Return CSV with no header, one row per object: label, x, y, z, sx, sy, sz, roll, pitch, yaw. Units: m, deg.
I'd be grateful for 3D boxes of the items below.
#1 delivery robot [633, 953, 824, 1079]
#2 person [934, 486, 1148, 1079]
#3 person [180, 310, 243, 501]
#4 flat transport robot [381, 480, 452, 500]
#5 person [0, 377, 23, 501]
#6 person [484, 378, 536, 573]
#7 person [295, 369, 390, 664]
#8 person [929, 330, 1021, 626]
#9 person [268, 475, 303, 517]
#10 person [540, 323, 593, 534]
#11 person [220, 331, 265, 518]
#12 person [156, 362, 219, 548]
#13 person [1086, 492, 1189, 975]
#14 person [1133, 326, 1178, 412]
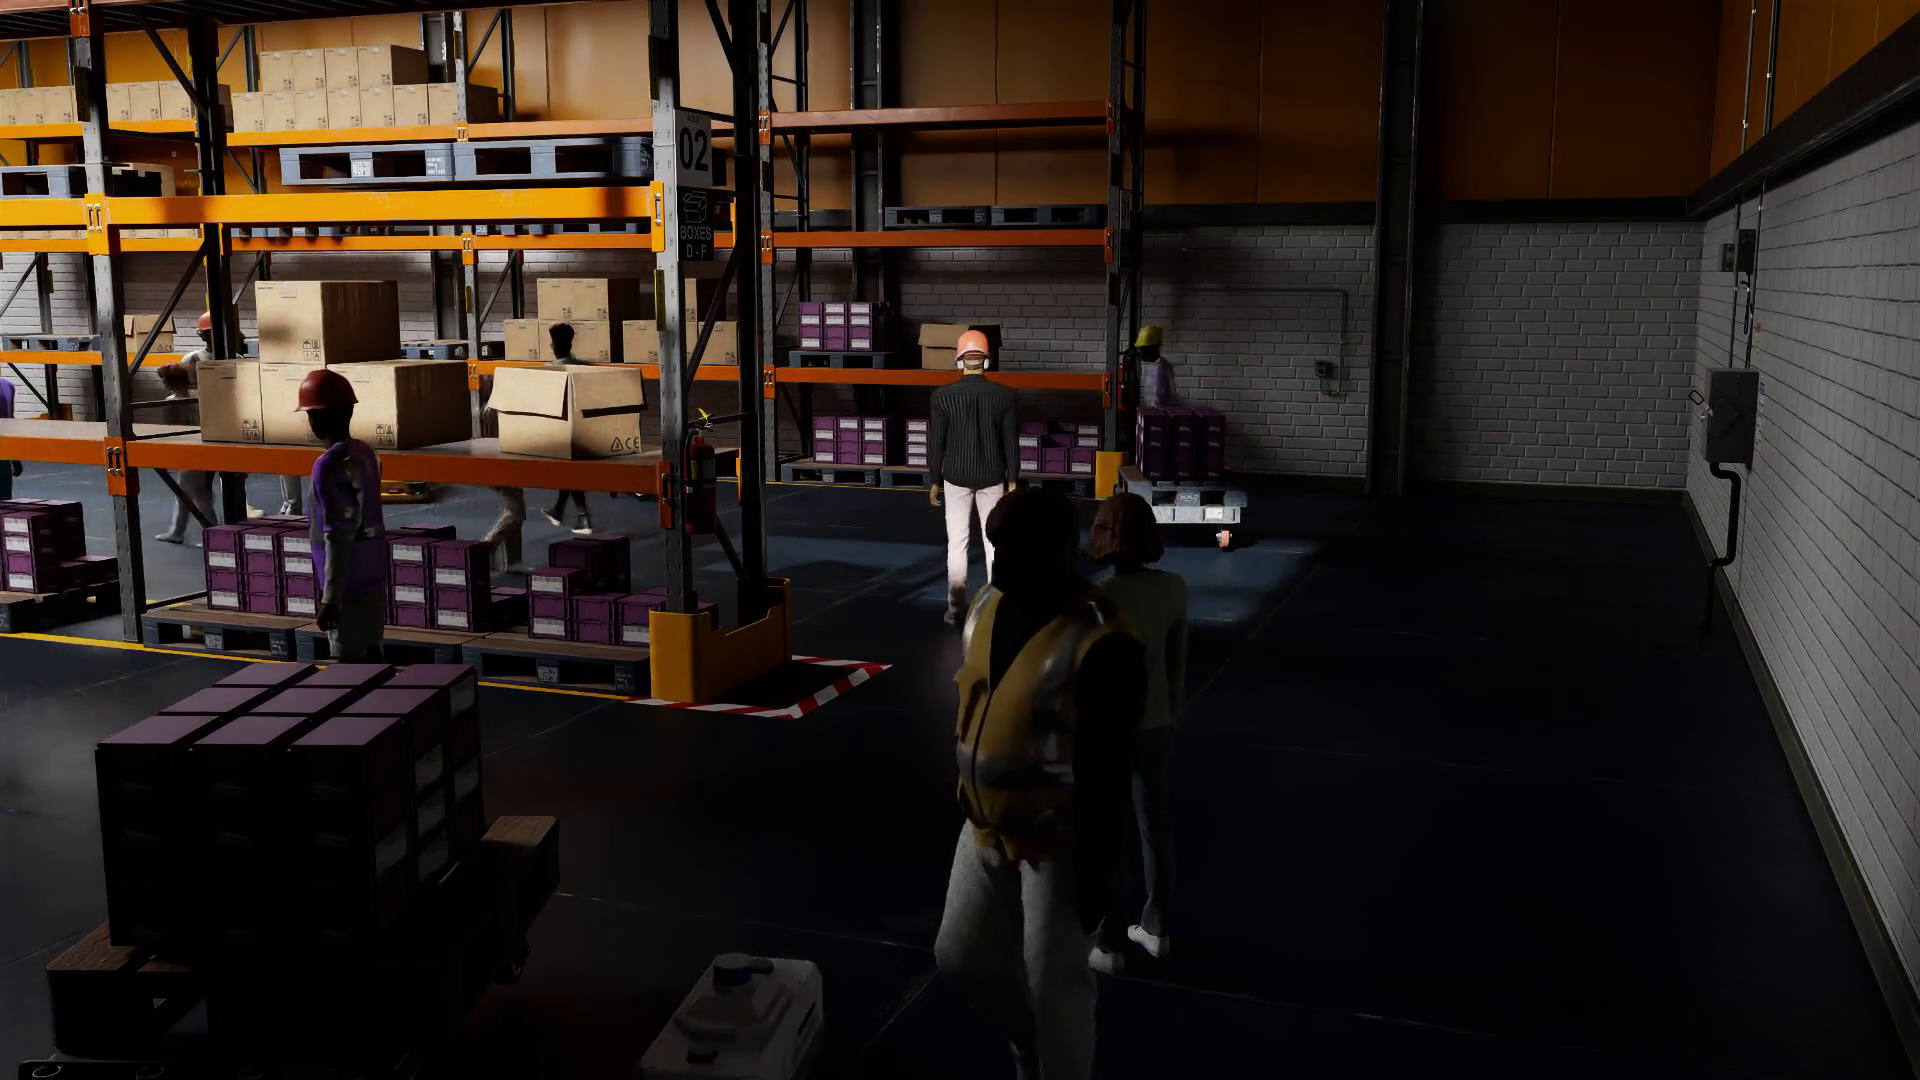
delivery robot,-0.597,1.338,4.403,0.477,0.478,0.707,1,9,9
person,0.203,0.765,4.305,0.452,1.827,0.646,-6,11,-35
person,-6.644,-1.035,14.937,0.365,2.048,0.608,5,10,29
flat transport robot,-5.912,-0.606,17.800,0.652,0.197,1.431,-1,9,-5
person,-7.744,-0.652,13.209,0.387,1.837,0.567,3,10,19
person,-3.544,-0.528,13.044,0.388,1.623,0.536,0,9,2
person,-2.819,0.188,7.612,0.375,1.934,0.547,0,9,-1
person,0.094,-0.413,11.199,0.623,1.989,0.401,-1,9,-7
person,-6.381,-1.065,15.634,0.346,1.883,0.584,-5,10,-28
person,-3.662,-1.032,15.338,0.628,1.910,0.990,-9,13,-44
person,-7.065,-1.137,16.223,0.430,1.845,0.624,-6,11,-35
person,-6.724,-0.717,14.285,0.785,1.601,0.530,1,9,4
person,0.557,0.651,5.646,0.502,1.633,0.280,-7,11,-36
person,1.989,-1.152,16.238,0.928,1.878,0.590,-1,9,-4
